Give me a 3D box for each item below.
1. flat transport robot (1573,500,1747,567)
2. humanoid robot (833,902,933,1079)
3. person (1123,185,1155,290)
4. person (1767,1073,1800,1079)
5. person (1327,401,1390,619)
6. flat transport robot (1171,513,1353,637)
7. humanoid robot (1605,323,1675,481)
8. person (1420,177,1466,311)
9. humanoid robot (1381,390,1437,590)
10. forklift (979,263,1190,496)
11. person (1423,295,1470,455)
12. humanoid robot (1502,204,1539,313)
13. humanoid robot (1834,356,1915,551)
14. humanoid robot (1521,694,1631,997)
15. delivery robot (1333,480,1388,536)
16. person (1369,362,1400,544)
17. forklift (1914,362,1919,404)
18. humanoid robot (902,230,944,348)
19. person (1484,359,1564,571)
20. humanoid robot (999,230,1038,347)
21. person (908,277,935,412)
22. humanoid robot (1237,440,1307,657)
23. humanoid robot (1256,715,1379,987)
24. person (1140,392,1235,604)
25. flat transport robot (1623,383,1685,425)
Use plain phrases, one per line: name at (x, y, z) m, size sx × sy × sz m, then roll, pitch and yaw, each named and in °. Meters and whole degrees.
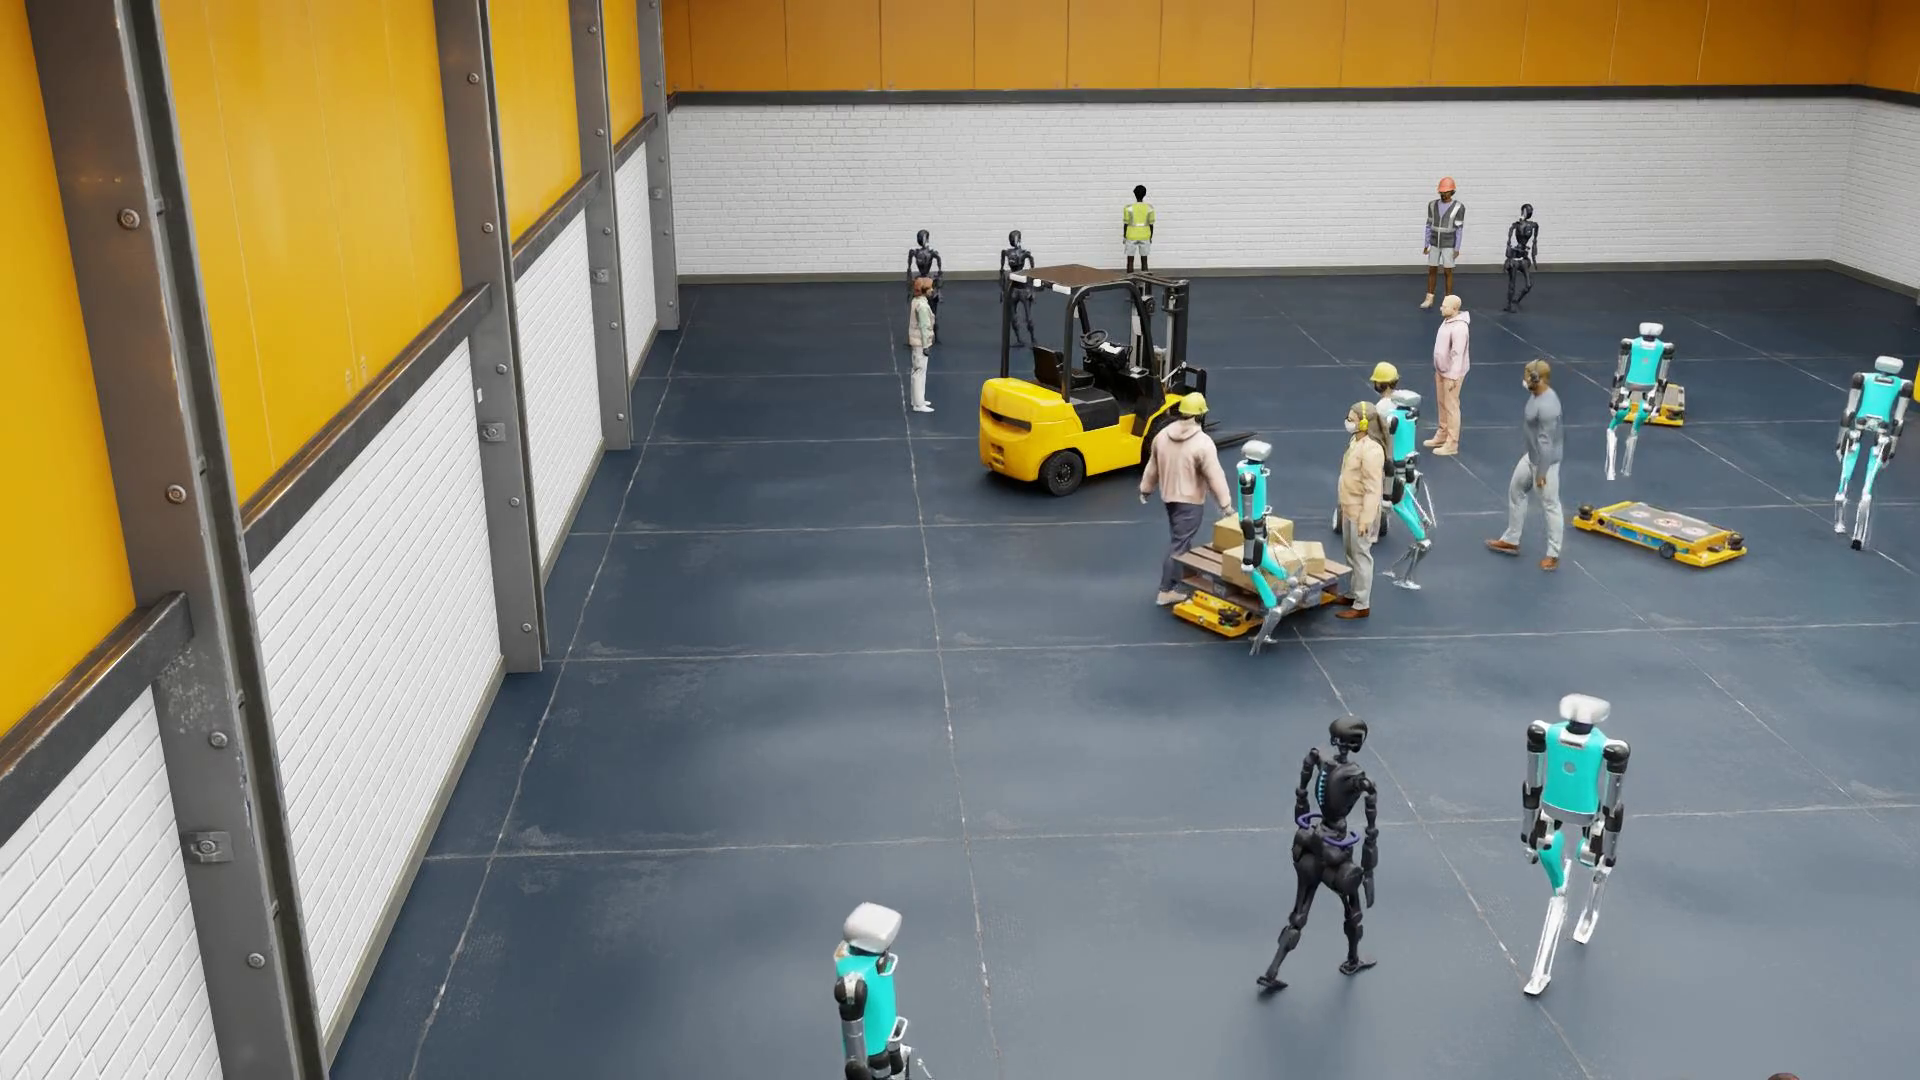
flat transport robot at (6.658, -0.083, 15.854) m, size 0.659 × 0.231 × 1.431 m, roll -13°, pitch 24°, yaw -31°
humanoid robot at (-0.168, 2.370, 7.034) m, size 0.727 × 1.772 × 0.530 m, roll 4°, pitch 20°, yaw 10°
person at (2.878, -4.875, 26.848) m, size 0.528 × 1.688 × 0.322 m, roll -2°, pitch 20°, yaw -6°
person at (2.972, 2.689, 6.297) m, size 0.461 × 1.647 × 0.331 m, roll -5°, pitch 21°, yaw -14°
person at (3.369, -0.256, 13.996) m, size 0.391 × 1.875 × 0.566 m, roll -1°, pitch 20°, yaw -4°
flat transport robot at (2.567, 0.486, 14.303) m, size 1.431 × 0.231 × 0.659 m, roll -15°, pitch 25°, yaw -36°
humanoid robot at (7.092, -1.413, 17.490) m, size 0.556 × 1.870 × 0.725 m, roll 6°, pitch 21°, yaw 15°
person at (7.351, -4.511, 25.369) m, size 0.601 × 2.034 × 0.414 m, roll 17°, pitch 26°, yaw 38°
humanoid robot at (4.011, -0.402, 14.619) m, size 0.762 × 1.798 × 0.553 m, roll 16°, pitch 25°, yaw 37°
forklift at (1.315, -1.764, 17.646) m, size 2.313 × 2.155 × 1.214 m, roll -14°, pitch 24°, yaw -33°
person at (5.445, -1.837, 18.452) m, size 0.408 × 1.775 × 0.526 m, roll -1°, pitch 20°, yaw -4°
humanoid robot at (8.488, -4.269, 25.208) m, size 0.588 × 1.645 × 0.337 m, roll -8°, pitch 22°, yaw -20°
humanoid robot at (8.547, -0.766, 15.667) m, size 0.566 × 1.826 × 0.889 m, roll 10°, pitch 22°, yaw 26°
humanoid robot at (3.450, 1.595, 9.233) m, size 0.532 × 1.772 × 1.031 m, roll 15°, pitch 25°, yaw 34°
delivery robot at (3.895, -0.366, 16.225) m, size 0.499 × 0.606 × 0.810 m, roll 2°, pitch 20°, yaw 6°
person at (3.940, -0.811, 15.683) m, size 0.368 × 1.759 × 0.545 m, roll 13°, pitch 24°, yaw 31°
forklift at (12.602, -2.435, 19.475) m, size 2.313 × 2.155 × 1.214 m, roll -1°, pitch 20°, yaw -4°
humanoid robot at (-0.498, -3.462, 23.051) m, size 0.583 × 1.637 × 0.708 m, roll 9°, pitch 22°, yaw 23°
person at (5.234, -0.706, 15.188) m, size 0.687 × 1.897 × 0.674 m, roll 2°, pitch 20°, yaw 6°
humanoid robot at (0.846, -3.484, 23.073) m, size 0.608 × 1.639 × 0.401 m, roll 11°, pitch 23°, yaw 27°
person at (-0.463, -2.364, 20.090) m, size 0.313 × 1.632 × 0.516 m, roll -4°, pitch 20°, yaw -10°
humanoid robot at (2.508, 0.131, 13.236) m, size 0.704 × 1.858 × 0.544 m, roll 6°, pitch 21°, yaw 16°
humanoid robot at (1.994, 1.701, 9.044) m, size 0.781 × 1.641 × 0.610 m, roll -13°, pitch 24°, yaw -32°
person at (1.991, -0.388, 14.441) m, size 0.886 × 1.824 × 0.848 m, roll -18°, pitch 27°, yaw -40°
flat transport robot at (8.424, -1.673, 20.185) m, size 0.659 × 0.231 × 1.431 m, roll 8°, pitch 22°, yaw 20°
